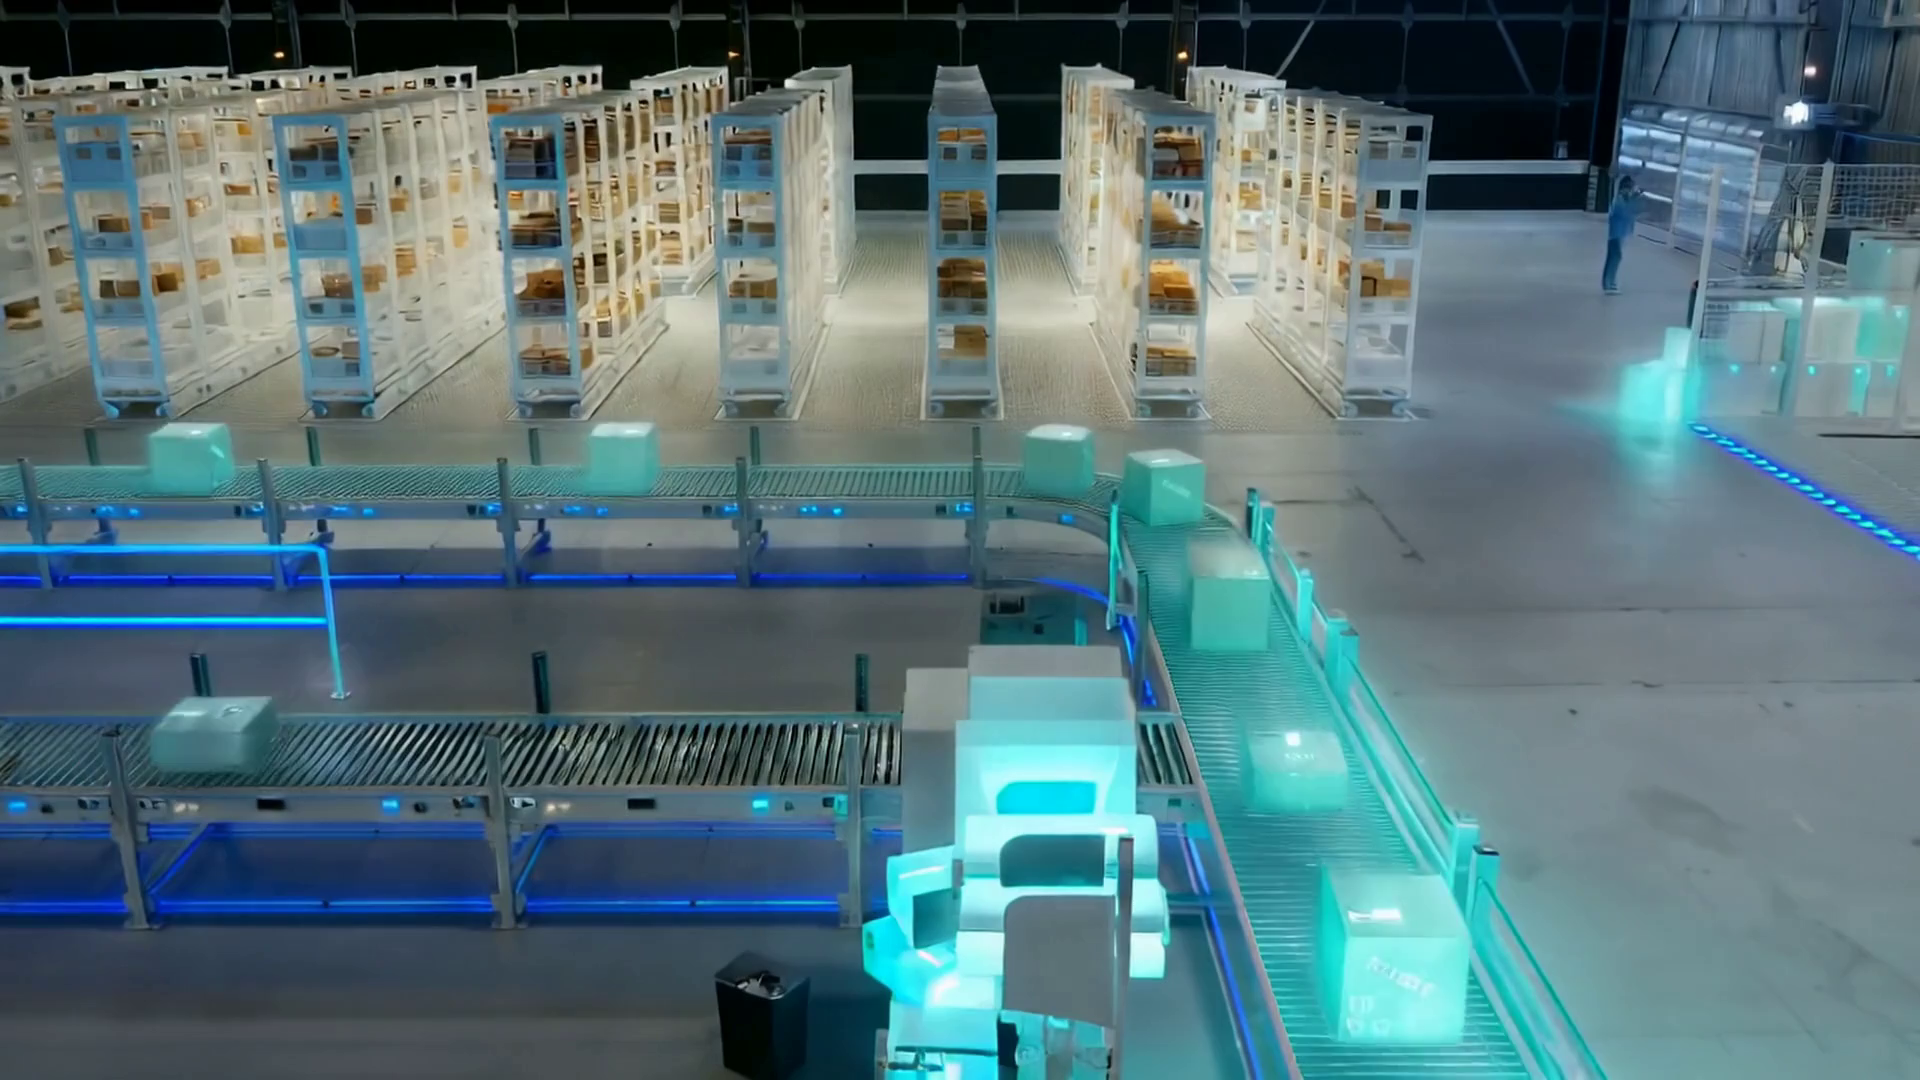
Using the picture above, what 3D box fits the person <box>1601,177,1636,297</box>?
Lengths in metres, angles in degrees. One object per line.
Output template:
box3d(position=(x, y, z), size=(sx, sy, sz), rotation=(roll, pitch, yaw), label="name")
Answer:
box3d(position=(11.191, -5.150, 28.278), size=(0.376, 1.995, 0.612), rotation=(2, 18, 7), label="person")

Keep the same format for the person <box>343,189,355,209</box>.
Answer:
box3d(position=(-11.233, -5.868, 30.800), size=(0.626, 1.798, 0.506), rotation=(15, 23, 38), label="person")
